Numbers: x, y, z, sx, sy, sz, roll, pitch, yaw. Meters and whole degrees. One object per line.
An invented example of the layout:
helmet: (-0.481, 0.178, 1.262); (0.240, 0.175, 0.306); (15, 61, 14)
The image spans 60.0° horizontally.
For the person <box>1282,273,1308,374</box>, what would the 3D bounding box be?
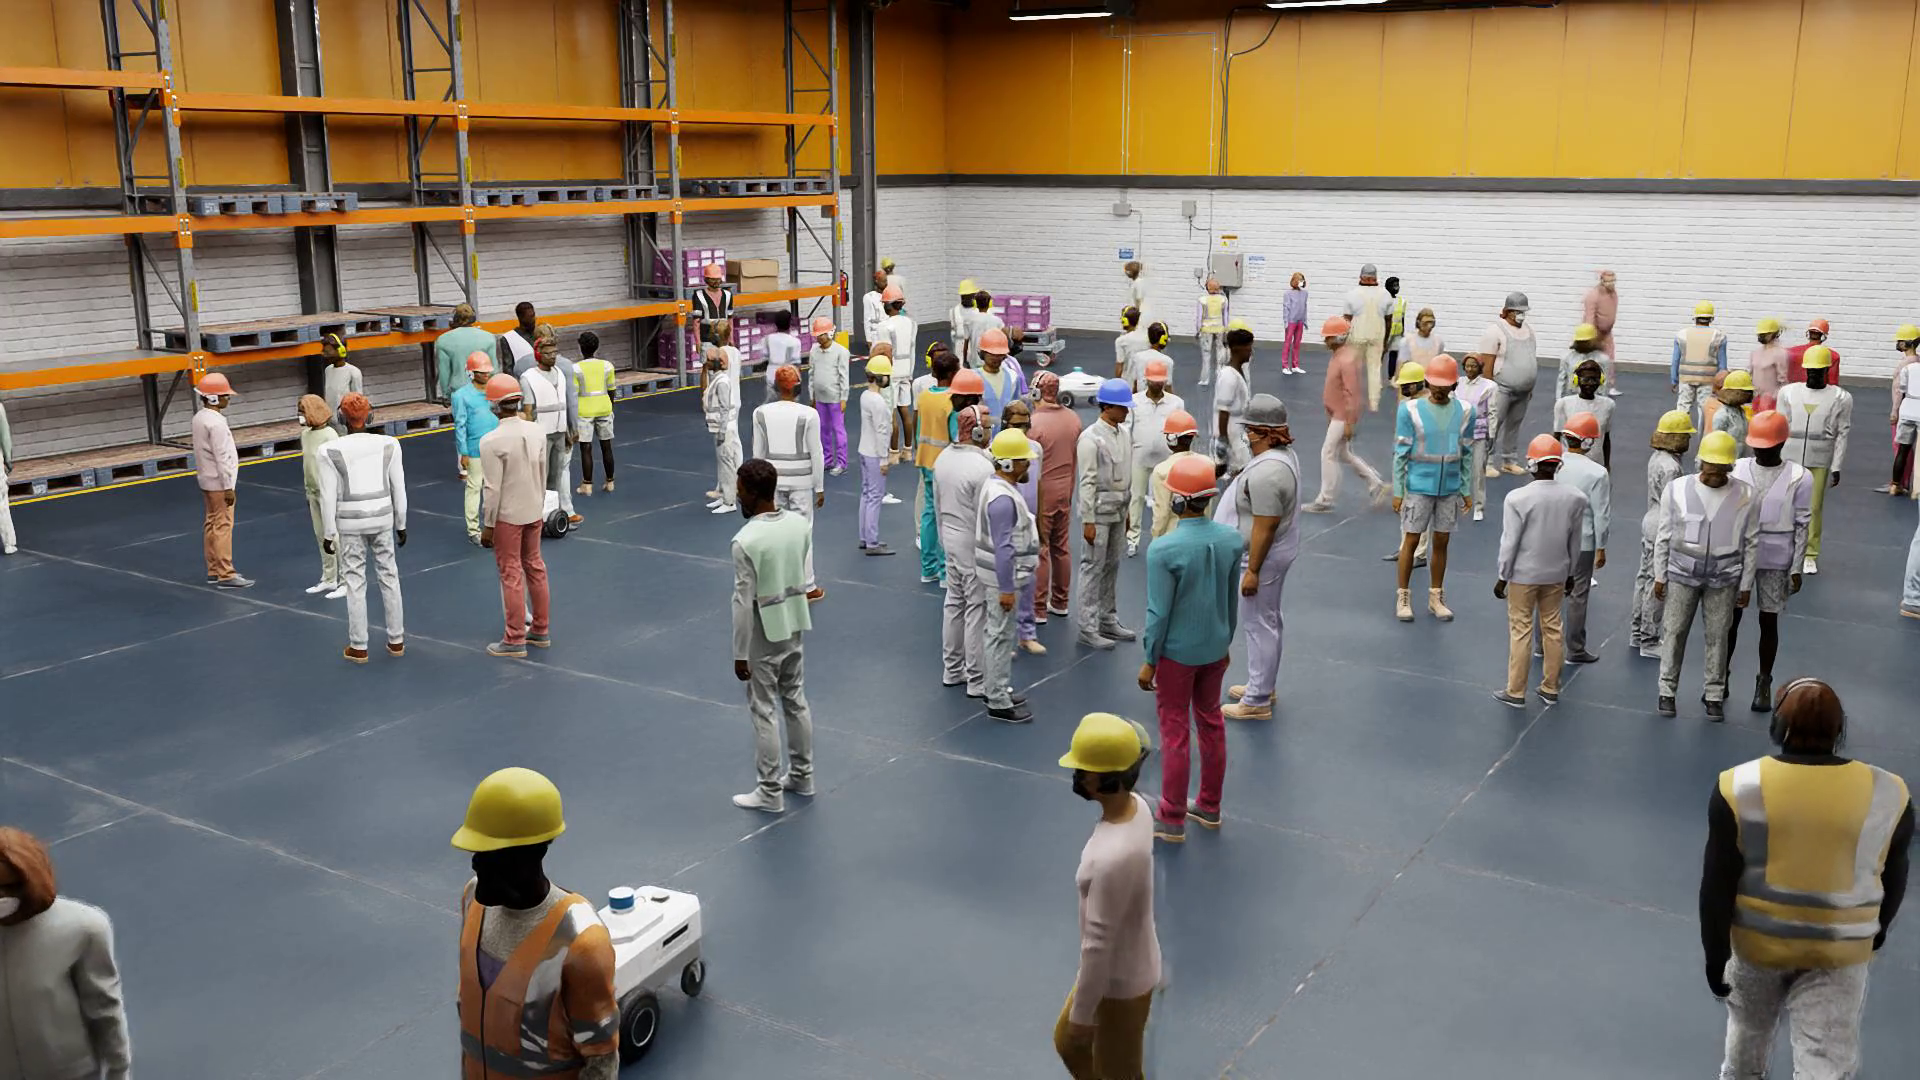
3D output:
person: (5.424, -3.501, 26.887); (0.497, 1.633, 0.284); (-8, 15, -31)

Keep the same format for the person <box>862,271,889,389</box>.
person: (-1.123, -2.880, 23.644); (0.355, 1.885, 0.575); (12, 18, 43)

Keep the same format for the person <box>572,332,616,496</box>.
person: (-3.806, -1.303, 17.213); (0.534, 1.697, 0.318); (-10, 16, -36)

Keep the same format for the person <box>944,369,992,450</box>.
person: (0.070, -0.304, 12.342); (0.374, 1.941, 0.547); (-1, 13, -3)

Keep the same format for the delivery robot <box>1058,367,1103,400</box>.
delivery robot: (1.641, -2.175, 23.289); (0.707, 0.478, 0.477); (-3, 13, -12)

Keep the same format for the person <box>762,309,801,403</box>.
person: (-2.151, -1.907, 19.850); (0.537, 1.681, 0.598); (5, 14, 20)

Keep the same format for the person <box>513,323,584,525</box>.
person: (-3.881, -1.082, 15.722); (0.630, 1.940, 0.372); (4, 13, 15)

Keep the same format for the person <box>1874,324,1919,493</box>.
person: (9.811, -1.360, 17.326); (0.341, 1.760, 0.525); (11, 17, 41)

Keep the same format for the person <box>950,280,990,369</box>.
person: (0.151, -2.509, 22.045); (0.598, 1.886, 0.961); (5, 14, 20)

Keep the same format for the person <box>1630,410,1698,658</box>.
person: (4.937, -0.045, 11.654); (0.294, 1.744, 0.487); (2, 13, 8)

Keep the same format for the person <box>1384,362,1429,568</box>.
person: (3.847, -0.640, 14.215); (0.343, 1.755, 0.531); (-4, 14, -17)

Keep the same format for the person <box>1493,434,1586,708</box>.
person: (3.664, 0.194, 10.591); (0.575, 1.749, 0.336); (-3, 13, -13)

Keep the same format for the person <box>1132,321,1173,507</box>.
person: (1.937, -1.254, 16.657); (0.341, 1.857, 0.521); (-12, 18, -43)

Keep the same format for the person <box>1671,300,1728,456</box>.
person: (8.589, -1.866, 19.348); (0.600, 1.835, 0.404); (8, 15, 32)

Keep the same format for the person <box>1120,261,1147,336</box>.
person: (2.814, -3.606, 26.926); (0.460, 1.821, 0.545); (-1, 13, -6)

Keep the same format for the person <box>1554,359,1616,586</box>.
person: (5.059, -0.545, 13.544); (0.538, 1.869, 0.313); (0, 13, -1)

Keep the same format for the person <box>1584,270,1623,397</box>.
person: (9.331, -2.994, 24.197); (0.673, 1.854, 0.919); (-7, 15, -27)

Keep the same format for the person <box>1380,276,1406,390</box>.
person: (6.483, -3.120, 25.085); (0.538, 1.700, 0.317); (-4, 14, -18)

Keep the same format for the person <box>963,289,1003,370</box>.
person: (0.283, -2.154, 20.556); (0.506, 1.861, 0.327); (1, 13, 3)

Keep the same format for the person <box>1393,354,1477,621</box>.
person: (3.561, -0.384, 12.486); (0.614, 2.033, 0.394); (-1, 13, -5)

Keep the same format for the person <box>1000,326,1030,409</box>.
person: (0.473, -1.198, 16.464); (0.429, 1.837, 0.624); (2, 13, 9)

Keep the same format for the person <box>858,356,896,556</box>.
person: (-0.720, -0.745, 14.660); (0.333, 1.760, 0.527); (-4, 14, -17)

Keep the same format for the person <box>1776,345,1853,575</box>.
person: (7.118, -0.676, 13.986); (0.586, 1.928, 0.365); (9, 16, 34)

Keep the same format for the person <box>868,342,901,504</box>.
person: (-0.782, -1.187, 16.846); (0.277, 1.633, 0.507); (-4, 14, -17)

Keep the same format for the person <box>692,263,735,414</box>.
person: (-3.351, -2.754, 22.745); (0.608, 2.044, 0.371); (-9, 16, -34)

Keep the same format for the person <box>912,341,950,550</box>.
person: (-0.190, -0.841, 14.825); (0.521, 1.873, 0.335); (-9, 16, -34)

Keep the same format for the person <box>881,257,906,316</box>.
person: (-1.182, -4.066, 29.099); (0.528, 1.738, 0.559); (-4, 13, -16)

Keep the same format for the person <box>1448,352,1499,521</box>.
person: (4.912, -1.000, 16.047); (0.518, 1.632, 0.317); (8, 15, 32)

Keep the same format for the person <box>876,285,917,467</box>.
person: (-0.758, -1.856, 18.851); (0.377, 2.041, 0.616); (10, 16, 36)

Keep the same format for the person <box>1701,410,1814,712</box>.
person: (5.023, 0.131, 10.489); (0.553, 1.924, 0.374); (9, 16, 33)

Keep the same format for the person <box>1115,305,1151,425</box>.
person: (1.877, -1.650, 18.344); (0.536, 1.869, 0.316); (-9, 16, -35)

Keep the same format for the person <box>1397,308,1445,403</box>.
person: (5.077, -1.644, 18.377); (0.533, 1.842, 0.347); (-1, 13, -3)

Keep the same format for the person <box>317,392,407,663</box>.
person: (-4.123, -0.086, 11.526); (0.583, 1.882, 0.350); (-9, 16, -34)

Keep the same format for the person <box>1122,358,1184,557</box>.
person: (1.681, -0.716, 14.541); (0.559, 1.752, 0.326); (0, 13, -2)

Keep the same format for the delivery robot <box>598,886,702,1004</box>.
delivery robot: (-1.355, 1.643, 6.718); (0.477, 0.478, 0.707); (6, 15, 24)

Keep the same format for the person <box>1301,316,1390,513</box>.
person: (3.816, -1.220, 16.311); (0.801, 1.960, 0.650); (1, 13, 3)

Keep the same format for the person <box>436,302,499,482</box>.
person: (-5.278, -1.587, 17.910); (0.627, 1.941, 0.371); (-4, 14, -16)

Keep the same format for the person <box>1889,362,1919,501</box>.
person: (9.802, -1.240, 16.960); (0.319, 1.687, 0.539); (-6, 14, -26)

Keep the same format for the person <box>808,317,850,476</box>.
person: (-1.467, -1.588, 18.364); (0.569, 1.738, 0.351); (9, 16, 36)
